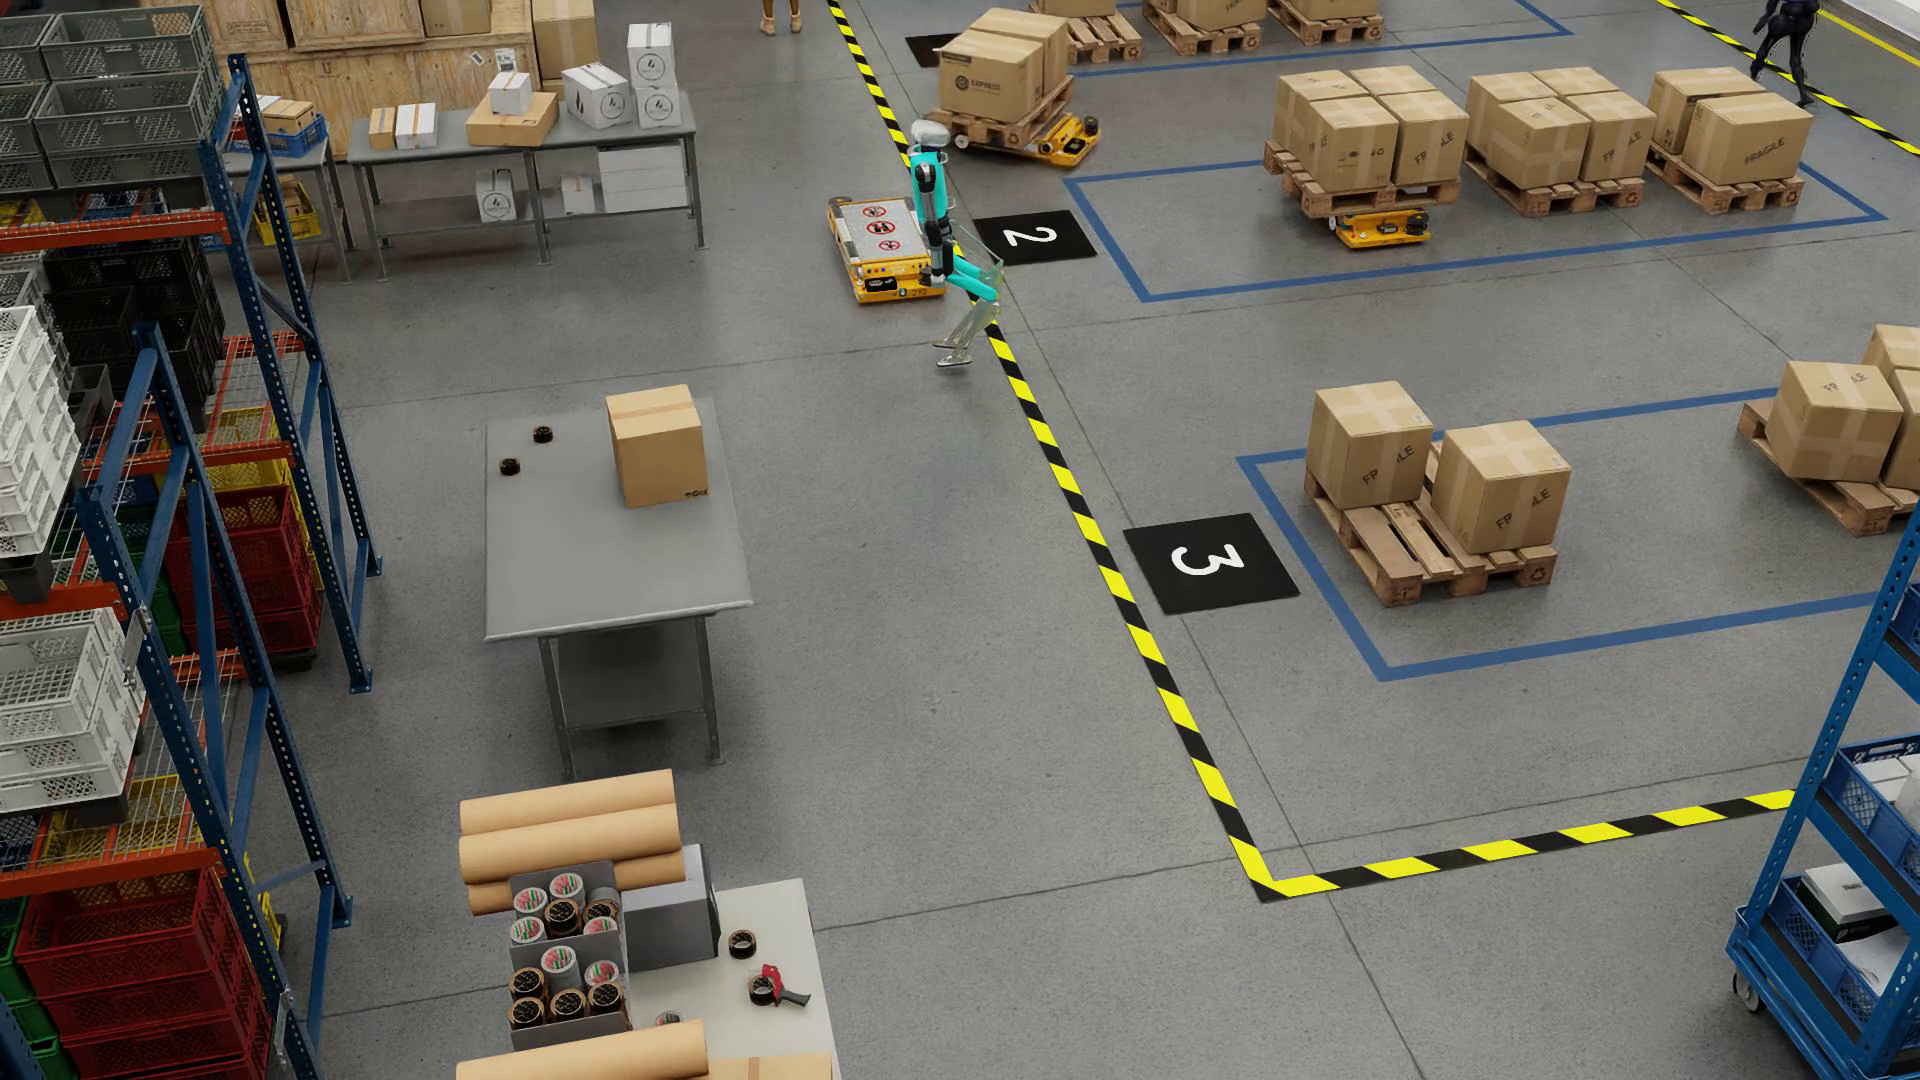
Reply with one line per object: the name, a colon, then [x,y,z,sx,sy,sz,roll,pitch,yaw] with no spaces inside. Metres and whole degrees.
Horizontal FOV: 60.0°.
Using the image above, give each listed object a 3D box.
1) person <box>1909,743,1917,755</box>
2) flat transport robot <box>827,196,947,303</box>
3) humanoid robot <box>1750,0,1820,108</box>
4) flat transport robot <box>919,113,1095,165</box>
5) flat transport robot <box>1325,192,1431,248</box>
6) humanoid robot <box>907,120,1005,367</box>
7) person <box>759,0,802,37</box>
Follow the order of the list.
person: [4.432,0.747,7.222,0.366,1.852,0.594,-6,37,-8]
flat transport robot: [-0.570,-2.220,12.538,0.659,0.231,1.431,-8,37,-10]
humanoid robot: [7.364,-4.633,14.634,0.589,1.641,0.741,-15,39,-19]
flat transport robot: [0.430,-3.534,14.280,1.431,0.197,0.652,14,39,18]
flat transport robot: [3.134,-2.740,13.213,0.652,0.197,1.431,-8,37,-10]
humanoid robot: [0.034,-1.914,10.780,0.735,1.681,0.533,-1,37,-1]
person: [-1.808,-5.884,15.980,0.607,2.040,0.391,-9,38,-12]
